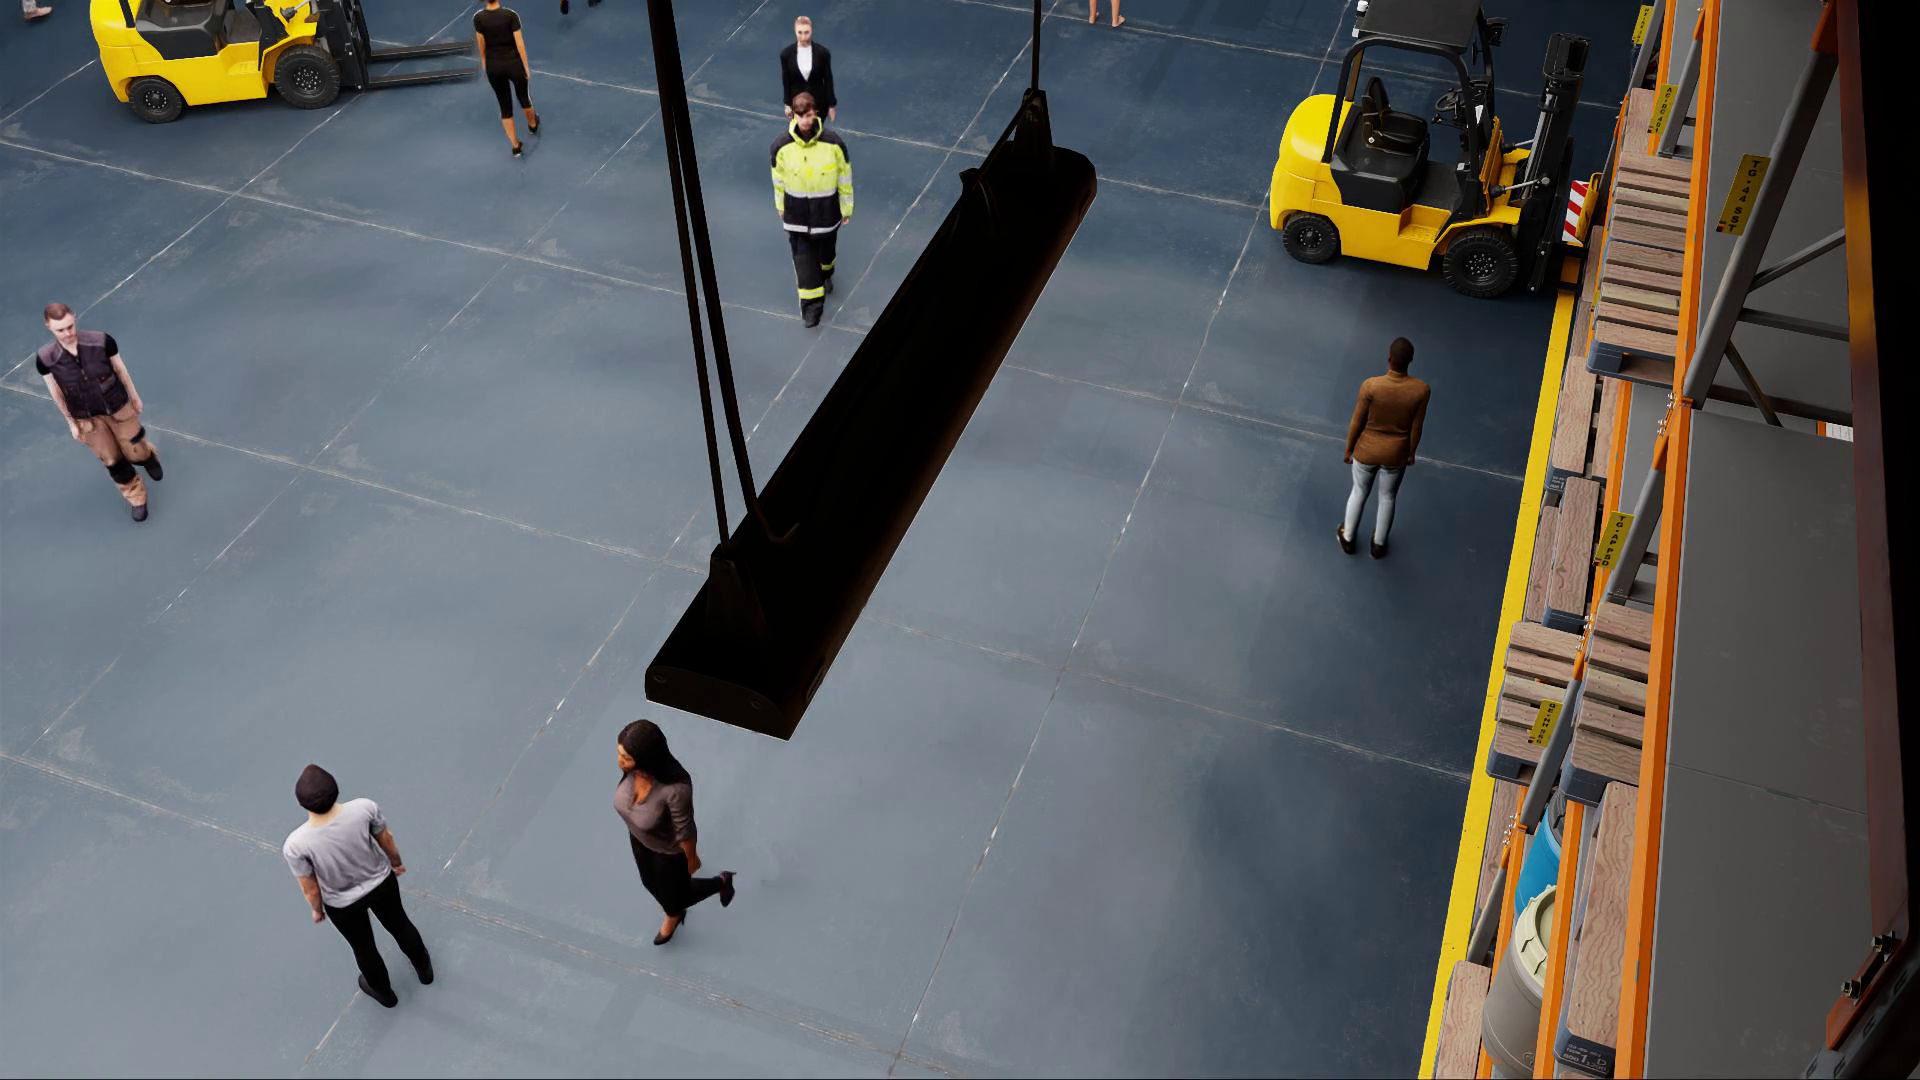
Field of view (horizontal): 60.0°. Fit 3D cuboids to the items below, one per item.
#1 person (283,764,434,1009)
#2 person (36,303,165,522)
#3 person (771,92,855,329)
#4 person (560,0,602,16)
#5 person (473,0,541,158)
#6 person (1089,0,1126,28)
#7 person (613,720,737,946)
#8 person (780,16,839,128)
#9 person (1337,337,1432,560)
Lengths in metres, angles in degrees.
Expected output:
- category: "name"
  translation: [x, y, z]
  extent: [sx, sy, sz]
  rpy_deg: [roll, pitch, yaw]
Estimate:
- category: "person"
  translation: [-3.154, 1.826, 8.721]
  extent: [0.676, 1.863, 0.806]
  rpy_deg: [-30, 51, -28]
- category: "person"
  translation: [-6.044, -0.968, 11.683]
  extent: [0.909, 1.824, 0.969]
  rpy_deg: [-19, 47, -19]
- category: "person"
  translation: [-1.180, -2.767, 13.488]
  extent: [1.160, 1.938, 1.342]
  rpy_deg: [-7, 44, -7]
- category: "person"
  translation: [-4.066, -6.322, 17.374]
  extent: [0.669, 1.724, 0.988]
  rpy_deg: [9, 44, 10]
- category: "person"
  translation: [-4.203, -4.331, 15.342]
  extent: [0.837, 1.644, 1.026]
  rpy_deg: [-2, 44, -2]
- category: "person"
  translation: [1.536, -6.128, 17.243]
  extent: [0.573, 1.625, 0.525]
  rpy_deg: [15, 46, 15]
- category: "person"
  translation: [-1.530, 1.577, 9.010]
  extent: [0.819, 1.824, 0.921]
  rpy_deg: [33, 53, 30]
- category: "person"
  translation: [-1.340, -3.908, 14.888]
  extent: [0.944, 1.659, 1.148]
  rpy_deg: [-6, 44, -6]
- category: "person"
  translation: [2.873, -0.606, 11.308]
  extent: [0.669, 1.816, 0.606]
  rpy_deg: [7, 44, 7]
